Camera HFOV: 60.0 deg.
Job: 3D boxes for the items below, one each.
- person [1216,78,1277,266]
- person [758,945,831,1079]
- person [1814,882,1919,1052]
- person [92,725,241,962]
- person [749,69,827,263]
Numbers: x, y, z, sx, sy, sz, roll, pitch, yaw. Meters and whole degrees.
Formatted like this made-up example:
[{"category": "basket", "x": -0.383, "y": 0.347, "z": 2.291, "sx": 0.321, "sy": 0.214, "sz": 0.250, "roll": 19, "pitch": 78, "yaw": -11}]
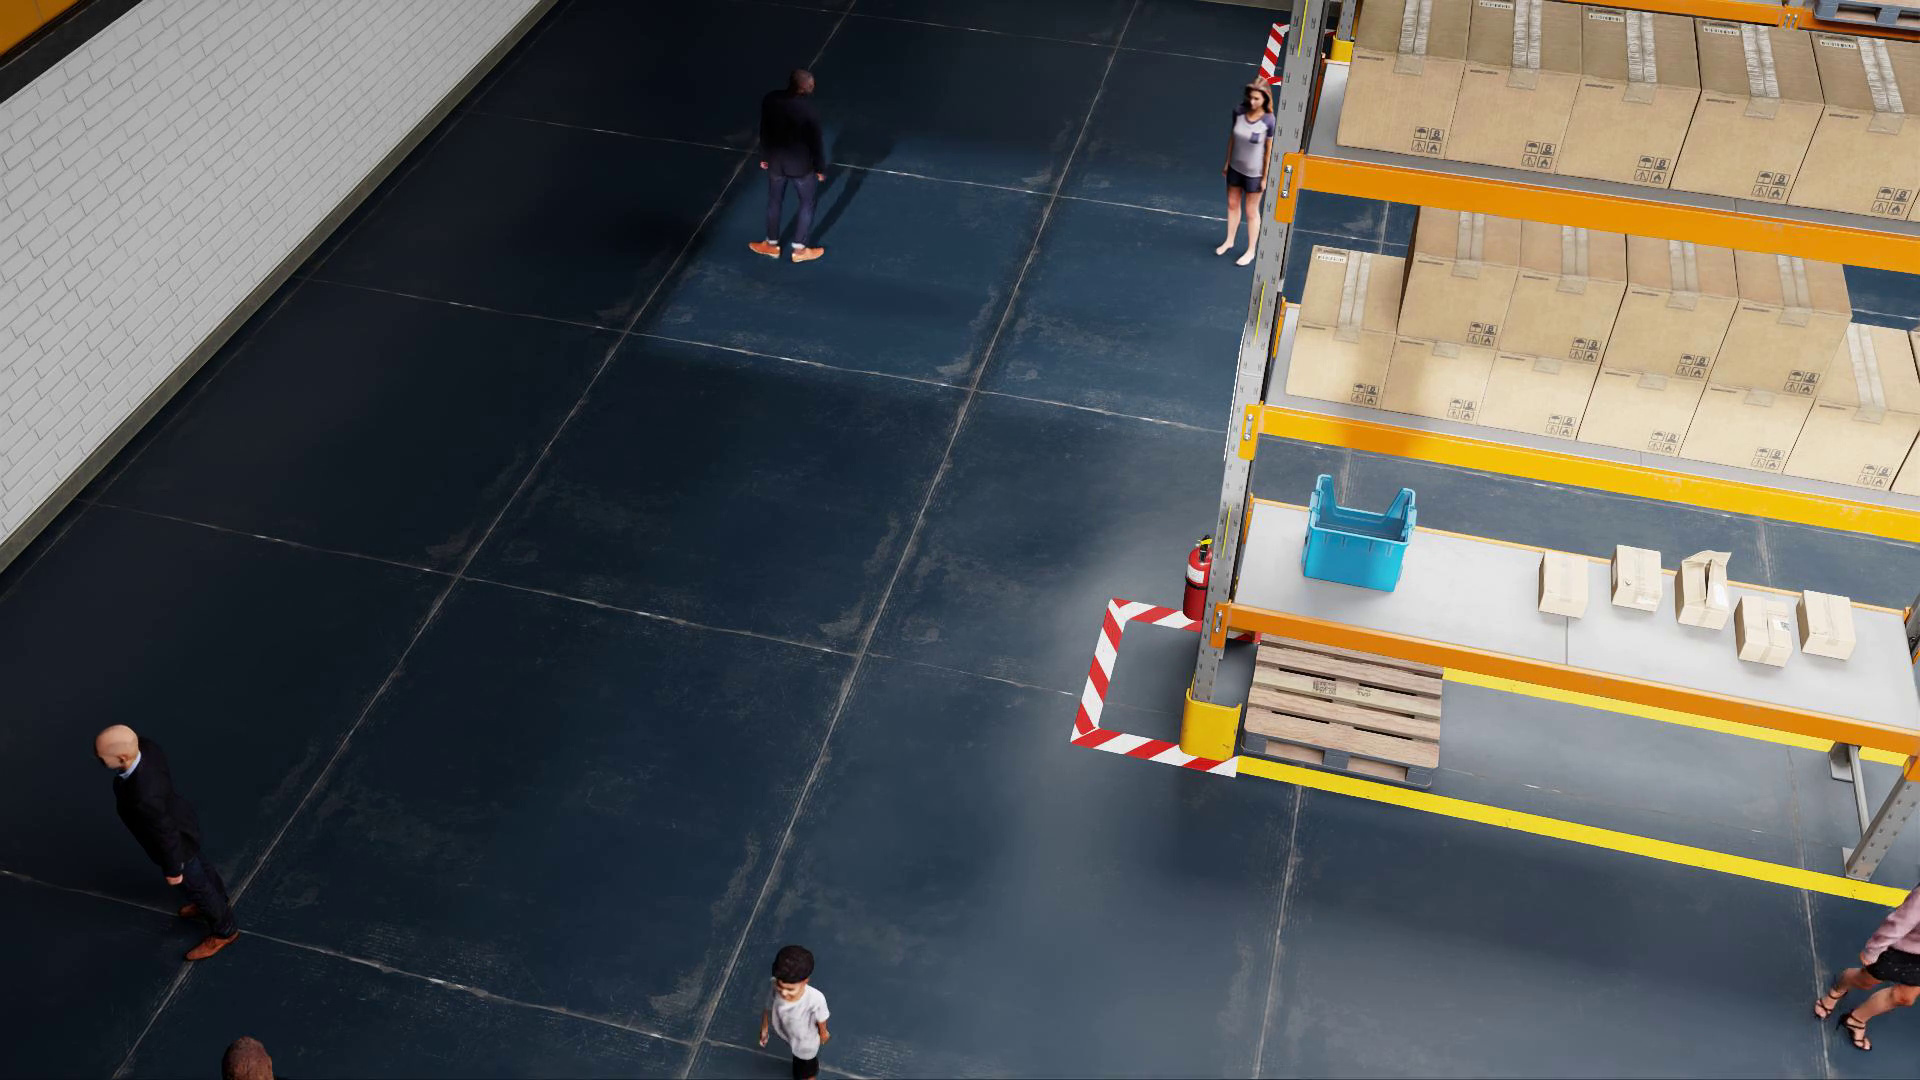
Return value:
[{"category": "person", "x": 2.460, "y": -3.157, "z": 14.153, "sx": 0.634, "sy": 1.728, "sz": 0.737, "roll": 34, "pitch": 53, "yaw": 30}, {"category": "person", "x": -0.811, "y": 2.458, "z": 8.606, "sx": 0.602, "sy": 1.249, "sz": 0.628, "roll": 21, "pitch": 48, "yaw": 21}, {"category": "person", "x": 4.857, "y": 2.109, "z": 8.587, "sx": 0.758, "sy": 1.780, "sz": 0.835, "roll": 6, "pitch": 44, "yaw": 6}, {"category": "person", "x": -4.324, "y": 1.612, "z": 9.095, "sx": 0.808, "sy": 1.800, "sz": 0.762, "roll": -19, "pitch": 47, "yaw": -19}, {"category": "person", "x": -1.492, "y": -3.173, "z": 14.127, "sx": 0.549, "sy": 1.787, "sz": 0.981, "roll": 7, "pitch": 44, "yaw": 7}]
